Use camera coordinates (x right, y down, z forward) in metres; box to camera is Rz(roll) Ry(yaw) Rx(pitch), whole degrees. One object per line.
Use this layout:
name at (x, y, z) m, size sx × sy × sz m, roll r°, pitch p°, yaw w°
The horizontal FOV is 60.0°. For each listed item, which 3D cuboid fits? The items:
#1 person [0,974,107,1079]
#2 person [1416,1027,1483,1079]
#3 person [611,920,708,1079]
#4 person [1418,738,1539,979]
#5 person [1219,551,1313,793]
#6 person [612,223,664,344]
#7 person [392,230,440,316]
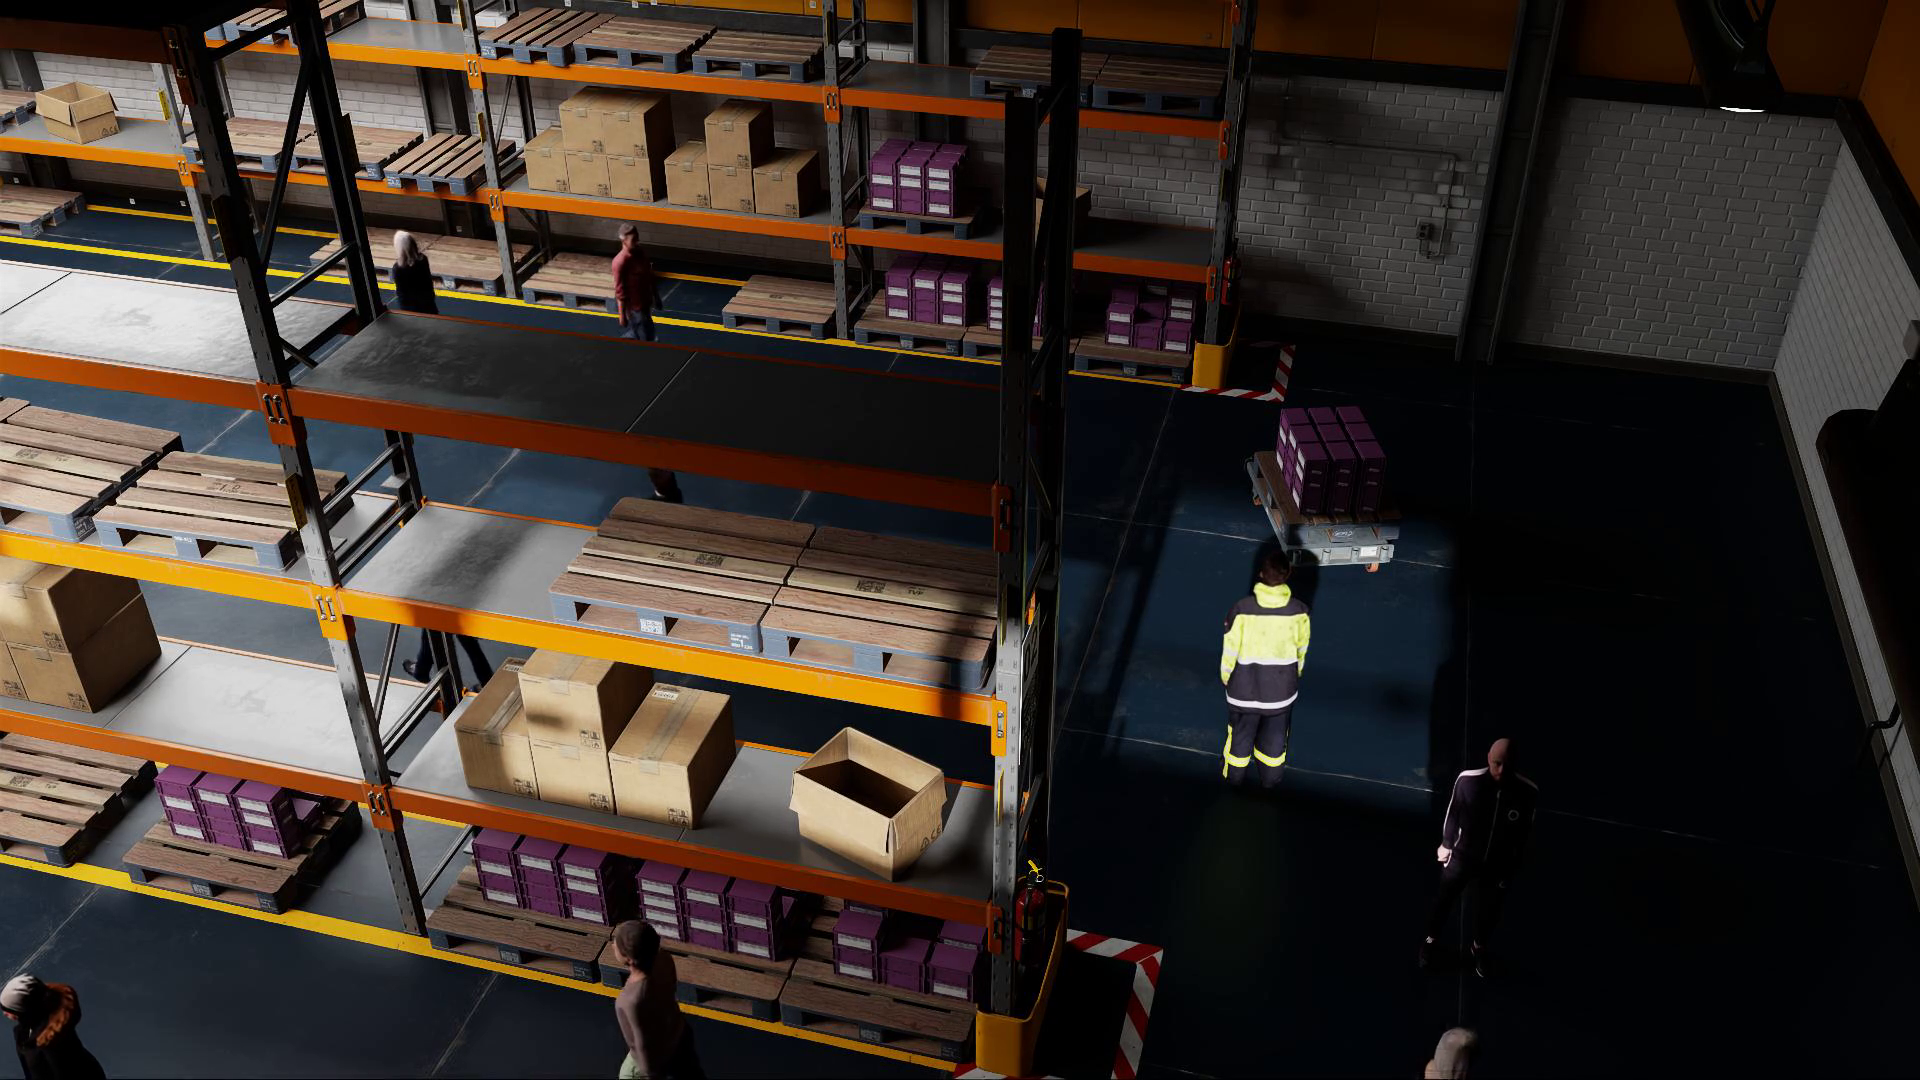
person at (-4.809, 2.947, 9.012) m, size 0.788 × 1.633 × 0.705 m, roll -26°, pitch 42°, yaw -33°
person at (2.358, 3.185, 8.514) m, size 1.153 × 1.788 × 1.107 m, roll -19°, pitch 38°, yaw -26°
person at (-1.549, 2.802, 9.061) m, size 1.269 × 1.819 × 0.711 m, roll 7°, pitch 34°, yaw 11°
person at (3.236, 1.945, 10.335) m, size 0.501 × 1.837 × 0.727 m, roll 8°, pitch 34°, yaw 11°
person at (2.127, 0.931, 11.729) m, size 0.718 × 1.982 × 0.910 m, roll -2°, pitch 34°, yaw -3°
person at (-3.353, -2.382, 16.879) m, size 1.130 × 1.800 × 0.716 m, roll 9°, pitch 35°, yaw 14°
person at (-5.412, -2.271, 16.778) m, size 1.050 × 1.726 × 0.827 m, roll 24°, pitch 41°, yaw 32°
